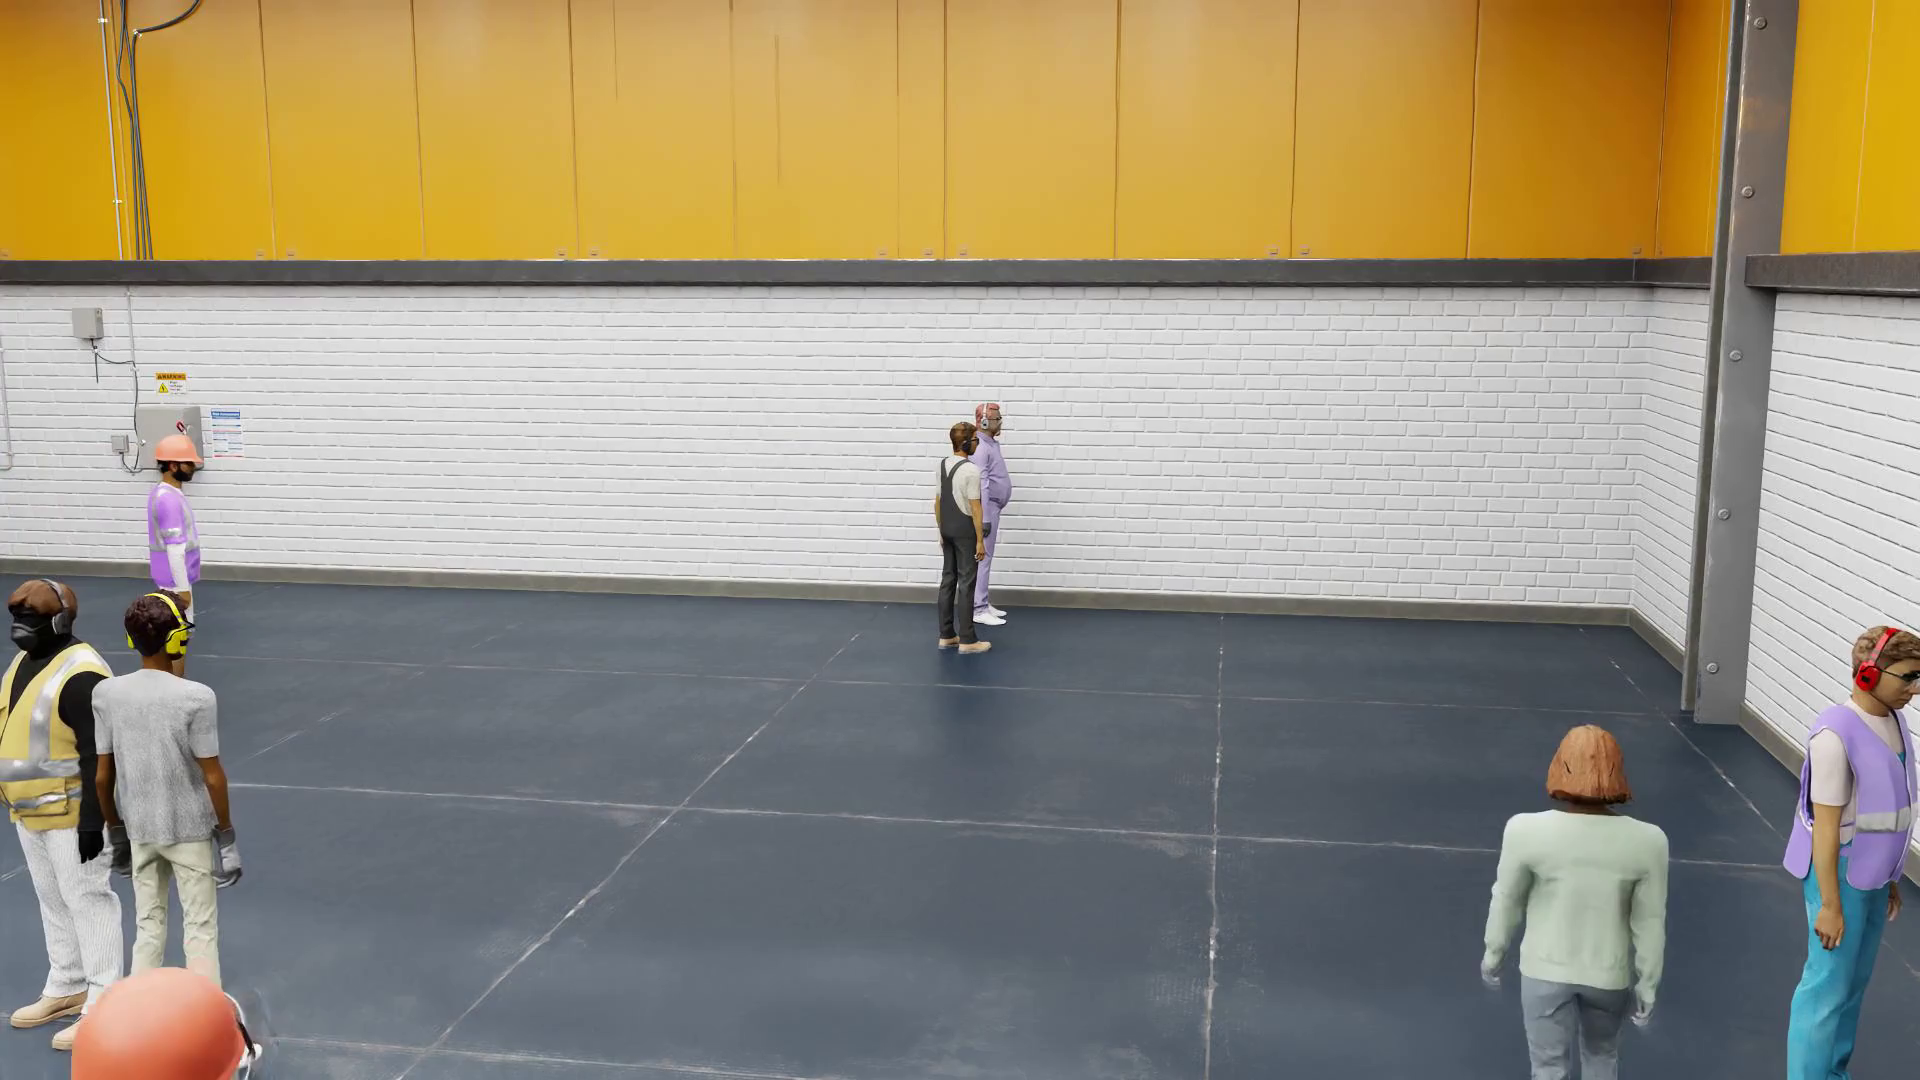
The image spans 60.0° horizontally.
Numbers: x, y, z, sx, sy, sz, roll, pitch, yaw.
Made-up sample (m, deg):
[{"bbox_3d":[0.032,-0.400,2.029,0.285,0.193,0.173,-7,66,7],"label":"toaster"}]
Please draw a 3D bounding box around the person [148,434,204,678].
[{"bbox_3d":[-5.276,0.250,11.283,0.378,1.932,0.551,-5,11,-29],"label":"person"}]

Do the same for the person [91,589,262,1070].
[{"bbox_3d":[-2.929,1.107,6.196,0.531,1.871,0.322,1,9,7],"label":"person"}]

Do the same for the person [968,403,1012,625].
[{"bbox_3d":[0.242,-0.232,14.339,0.408,1.908,0.645,1,9,3],"label":"person"}]

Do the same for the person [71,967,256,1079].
[{"bbox_3d":[-1.286,1.632,2.753,0.603,1.925,1.018,7,11,35],"label":"person"}]

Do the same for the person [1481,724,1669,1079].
[{"bbox_3d":[1.946,1.372,5.333,0.514,1.618,0.476,1,9,8],"label":"person"}]

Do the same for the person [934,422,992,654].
[{"bbox_3d":[0.013,-0.020,13.221,0.329,1.844,0.517,-8,12,-39],"label":"person"}]

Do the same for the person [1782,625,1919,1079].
[{"bbox_3d":[3.081,1.194,5.759,0.563,1.838,0.390,-9,13,-43],"label":"person"}]

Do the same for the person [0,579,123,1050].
[{"bbox_3d":[-3.558,1.061,6.554,0.633,1.846,0.429,7,12,37],"label":"person"}]
